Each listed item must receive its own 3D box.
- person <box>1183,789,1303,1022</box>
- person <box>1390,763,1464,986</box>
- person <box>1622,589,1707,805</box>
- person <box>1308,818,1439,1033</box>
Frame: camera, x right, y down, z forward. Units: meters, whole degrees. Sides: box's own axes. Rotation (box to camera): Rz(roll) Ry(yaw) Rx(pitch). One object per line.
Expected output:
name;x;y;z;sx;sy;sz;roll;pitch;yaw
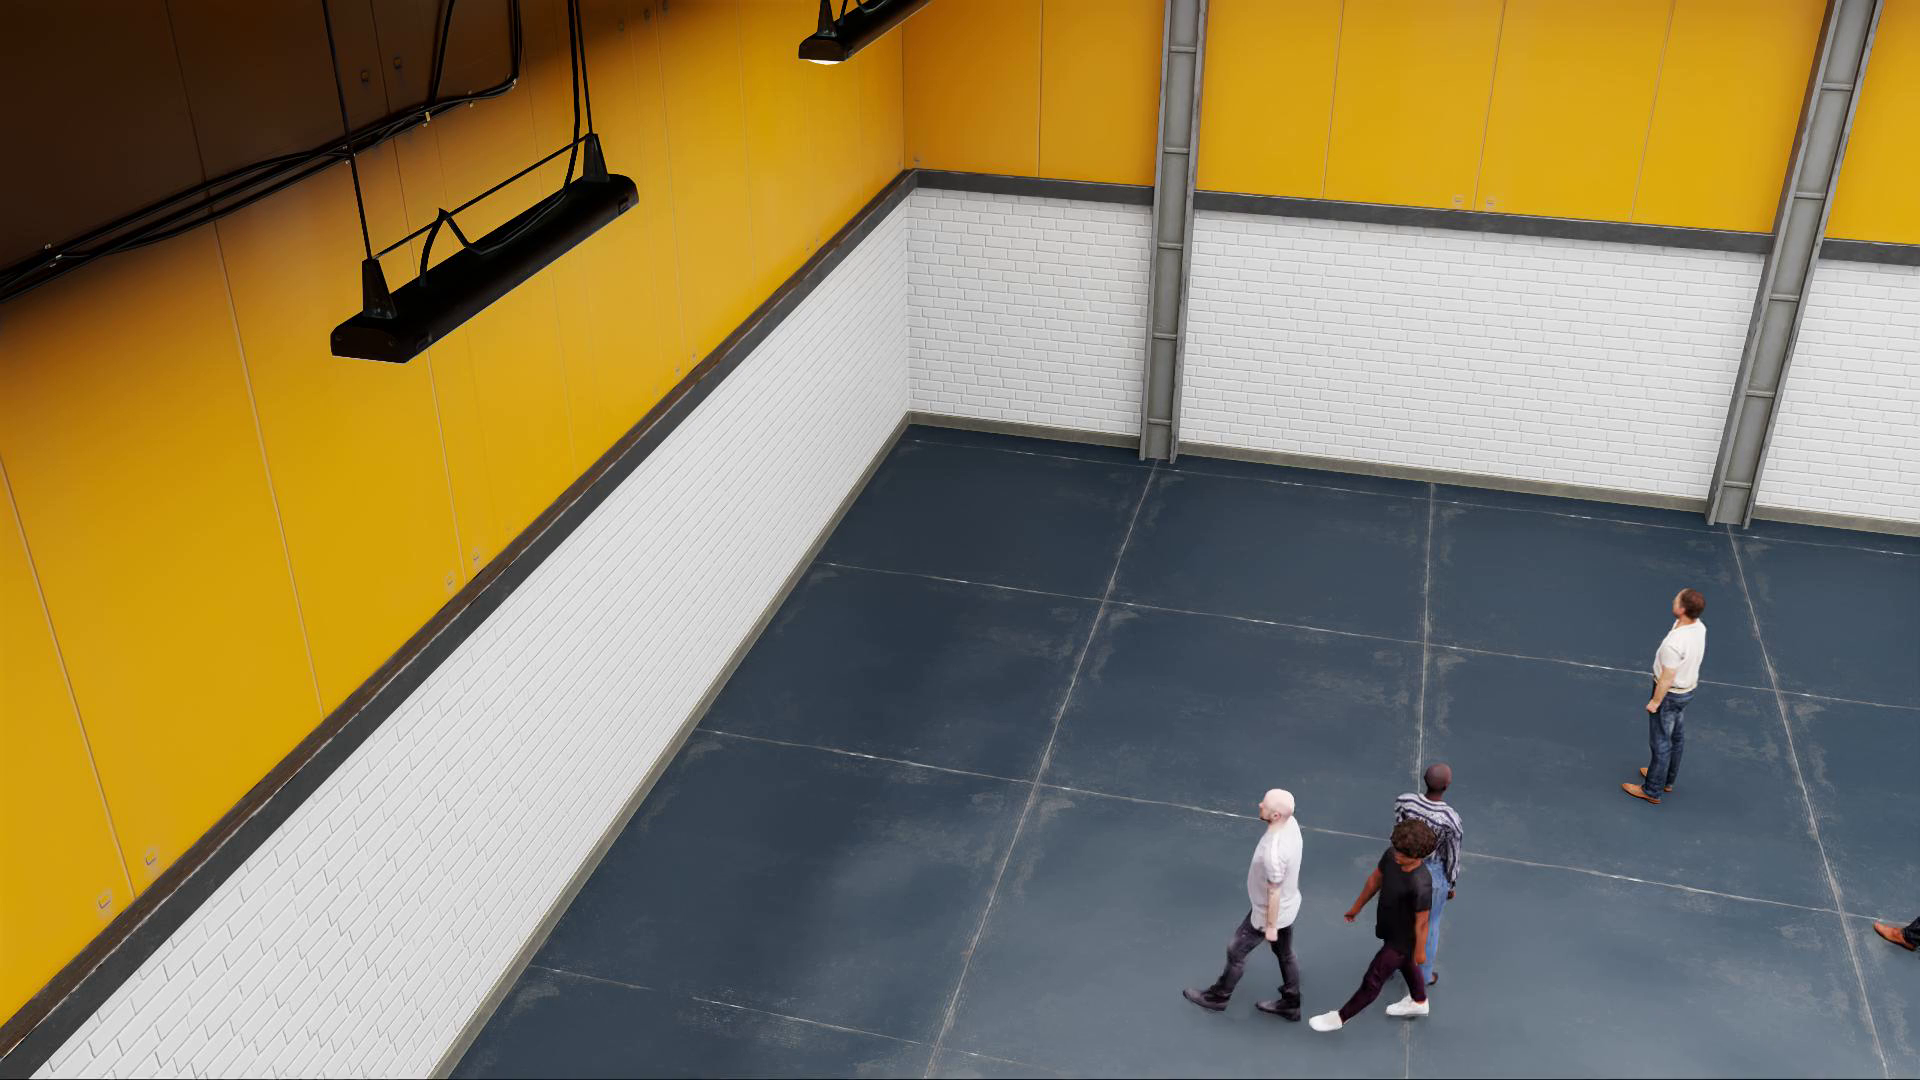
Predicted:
person;2.105;2.413;10.756;1.054;1.804;0.799;12;31;21
person;3.080;2.238;11.086;0.603;1.795;0.755;20;34;32
person;5.546;1.204;12.920;0.746;1.854;0.764;-22;36;-35
person;2.904;2.484;10.700;1.218;1.733;0.959;-3;29;-6
